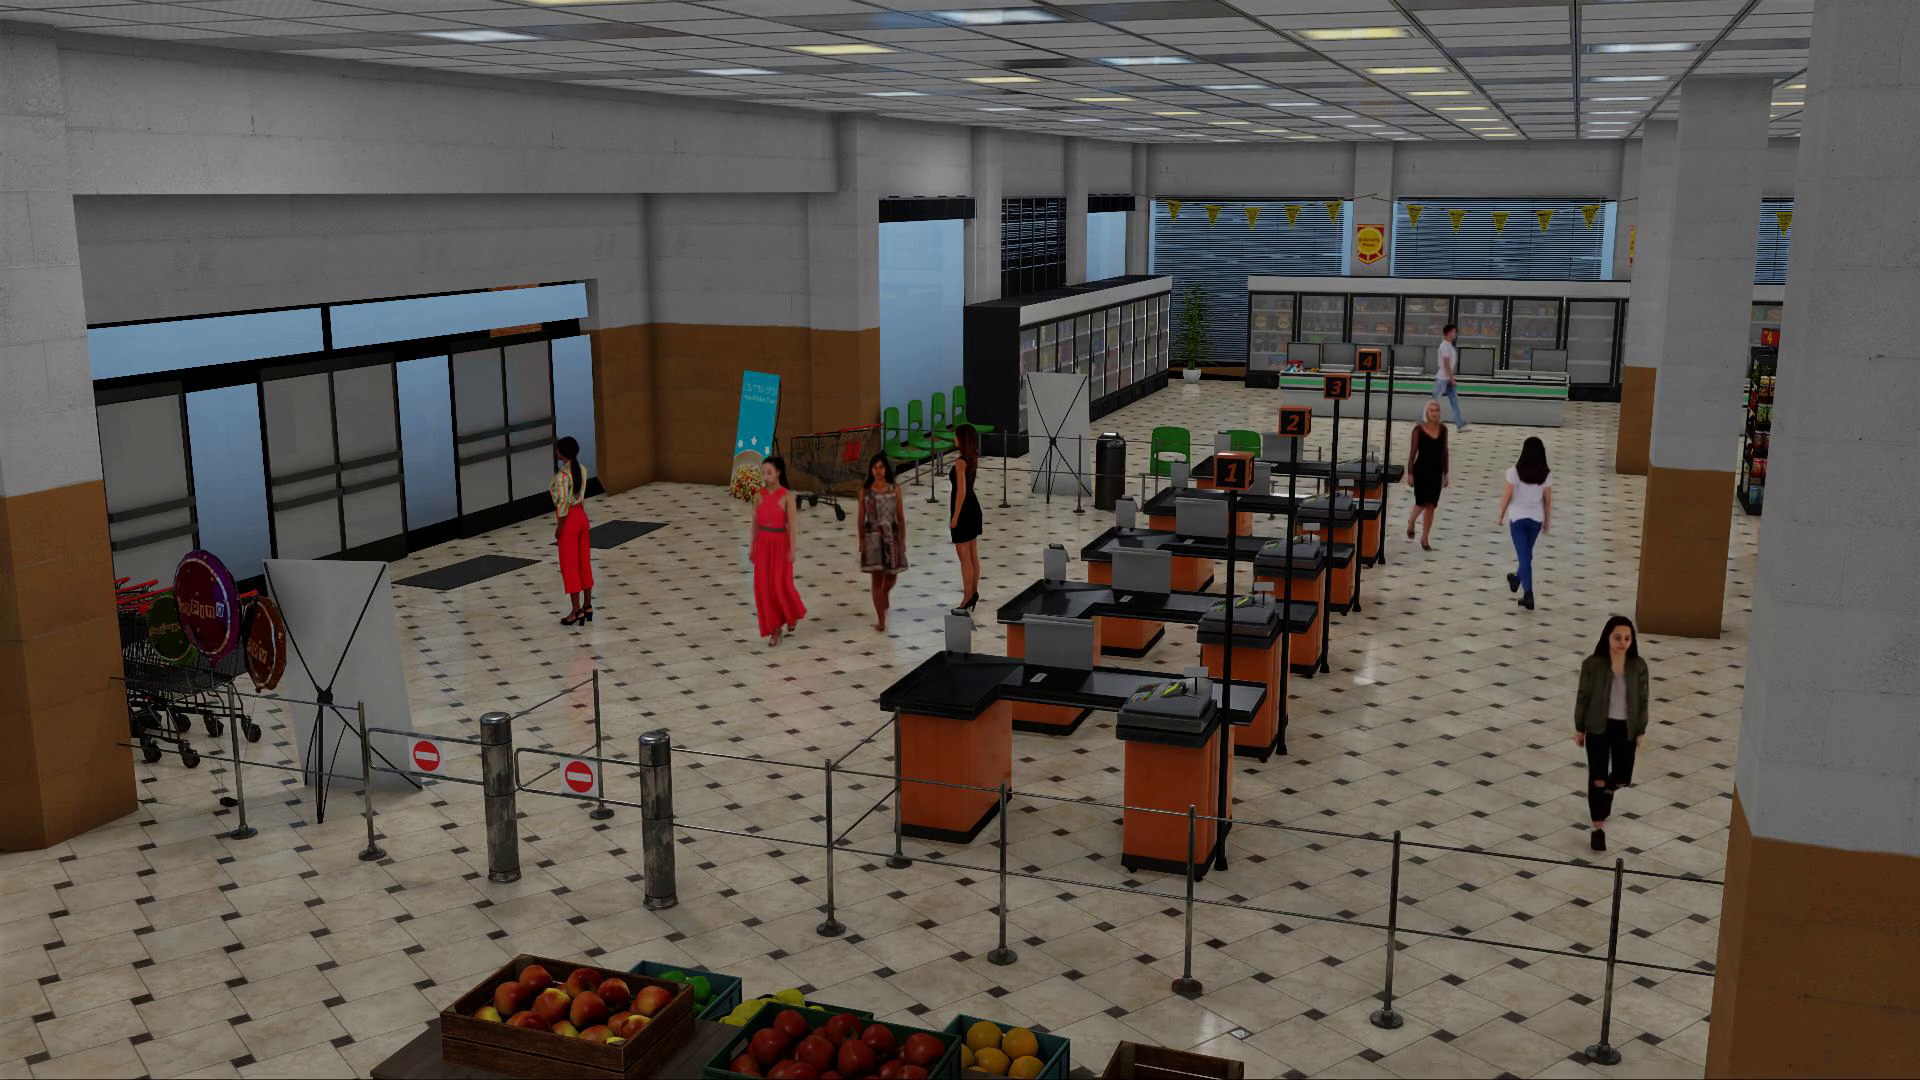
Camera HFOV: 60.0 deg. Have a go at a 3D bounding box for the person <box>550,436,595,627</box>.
[{"bbox_3d":[-3.639,-0.091,15.628,0.514,1.792,0.593,4,13,20],"label":"person"}]

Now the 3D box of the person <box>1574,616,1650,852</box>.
[{"bbox_3d":[4.062,1.178,10.408,0.831,1.460,0.713,3,12,13],"label":"person"}]

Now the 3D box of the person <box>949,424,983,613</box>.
[{"bbox_3d":[0.053,-0.210,16.092,0.511,1.834,0.576,4,13,20],"label":"person"}]

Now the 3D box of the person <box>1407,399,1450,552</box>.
[{"bbox_3d":[5.272,-0.746,18.881,0.791,1.734,0.839,-2,12,-11],"label":"person"}]

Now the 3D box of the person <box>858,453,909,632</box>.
[{"bbox_3d":[-0.726,0.001,15.609,1.076,1.620,0.971,-1,12,-5],"label":"person"}]

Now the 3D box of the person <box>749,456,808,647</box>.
[{"bbox_3d":[-1.624,0.096,14.935,0.686,1.712,0.696,6,13,26],"label":"person"}]

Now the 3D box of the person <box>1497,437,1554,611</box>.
[{"bbox_3d":[5.514,-0.116,16.122,1.126,1.638,0.984,-1,12,-5],"label":"person"}]

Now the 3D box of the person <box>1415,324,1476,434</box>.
[{"bbox_3d":[7.985,-2.650,27.750,1.203,1.805,0.738,6,13,26],"label":"person"}]
